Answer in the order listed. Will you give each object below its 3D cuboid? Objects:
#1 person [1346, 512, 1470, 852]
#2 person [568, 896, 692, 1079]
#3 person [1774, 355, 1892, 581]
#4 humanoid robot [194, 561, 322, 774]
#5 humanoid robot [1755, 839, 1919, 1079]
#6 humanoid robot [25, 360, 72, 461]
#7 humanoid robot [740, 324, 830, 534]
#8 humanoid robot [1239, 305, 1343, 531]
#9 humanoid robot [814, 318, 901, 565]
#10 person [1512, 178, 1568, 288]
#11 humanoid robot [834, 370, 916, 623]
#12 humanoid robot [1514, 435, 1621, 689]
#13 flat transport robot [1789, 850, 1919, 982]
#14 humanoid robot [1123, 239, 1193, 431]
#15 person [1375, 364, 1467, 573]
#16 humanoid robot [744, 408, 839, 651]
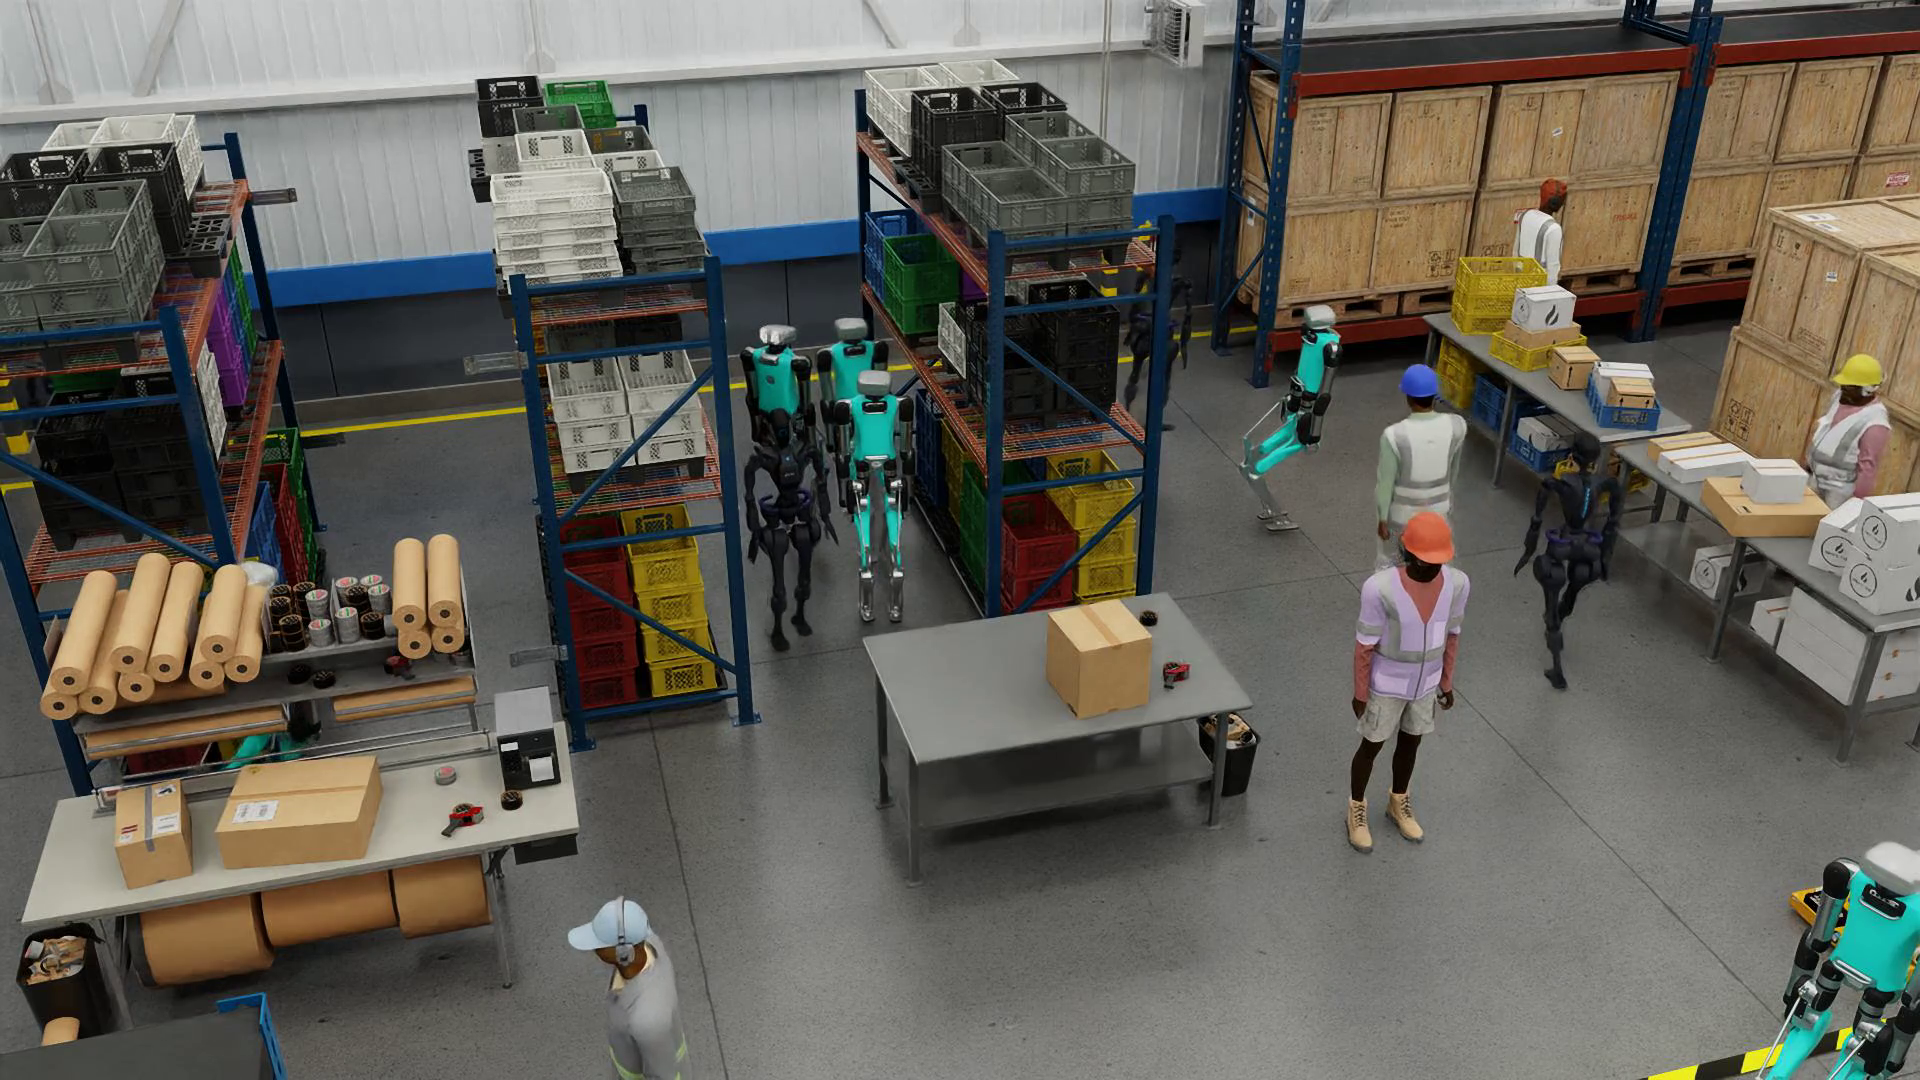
[{"bbox_3d":[2.395,0.762,8.935,0.607,2.044,0.367,-7,30,-12],"label":"person"},{"bbox_3d":[-1.263,2.154,6.598,0.396,1.850,0.597,-8,30,-14],"label":"person"},{"bbox_3d":[5.972,-0.420,11.320,0.411,1.821,0.653,2,29,4],"label":"person"},{"bbox_3d":[-3.712,1.006,8.793,0.539,1.726,0.960,10,30,17],"label":"humanoid robot"},{"bbox_3d":[3.519,2.030,6.804,0.735,1.677,0.533,-18,34,-29],"label":"humanoid robot"},{"bbox_3d":[-6.445,-0.790,12.170,0.603,1.642,0.460,-1,29,-1],"label":"humanoid robot"},{"bbox_3d":[-1.193,-0.817,12.044,0.531,1.722,0.722,11,31,20],"label":"humanoid robot"},{"bbox_3d":[2.339,-0.872,12.117,0.737,1.694,0.530,-5,29,-10],"label":"humanoid robot"},{"bbox_3d":[-0.654,-0.636,11.791,0.544,1.750,0.823,-11,31,-19],"label":"humanoid robot"},{"bbox_3d":[5.020,-2.224,14.529,0.355,1.887,0.573,-8,30,-14],"label":"person"},{"bbox_3d":[-0.534,-0.213,10.967,0.530,1.739,0.693,-4,29,-6],"label":"humanoid robot"},{"bbox_3d":[3.861,0.077,10.603,0.585,1.627,0.790,0,29,-1],"label":"humanoid robot"},{"bbox_3d":[5.163,1.916,8.676,1.431,0.231,0.659,-8,30,-14],"label":"flat transport robot"},{"bbox_3d":[1.601,-1.675,13.749,0.613,1.635,0.462,18,33,29],"label":"humanoid robot"},{"bbox_3d":[2.997,-0.220,10.863,0.612,1.907,0.932,-3,29,-6],"label":"person"},{"bbox_3d":[-1.087,-0.078,10.840,0.609,1.653,0.404,-11,31,-20],"label":"humanoid robot"}]
